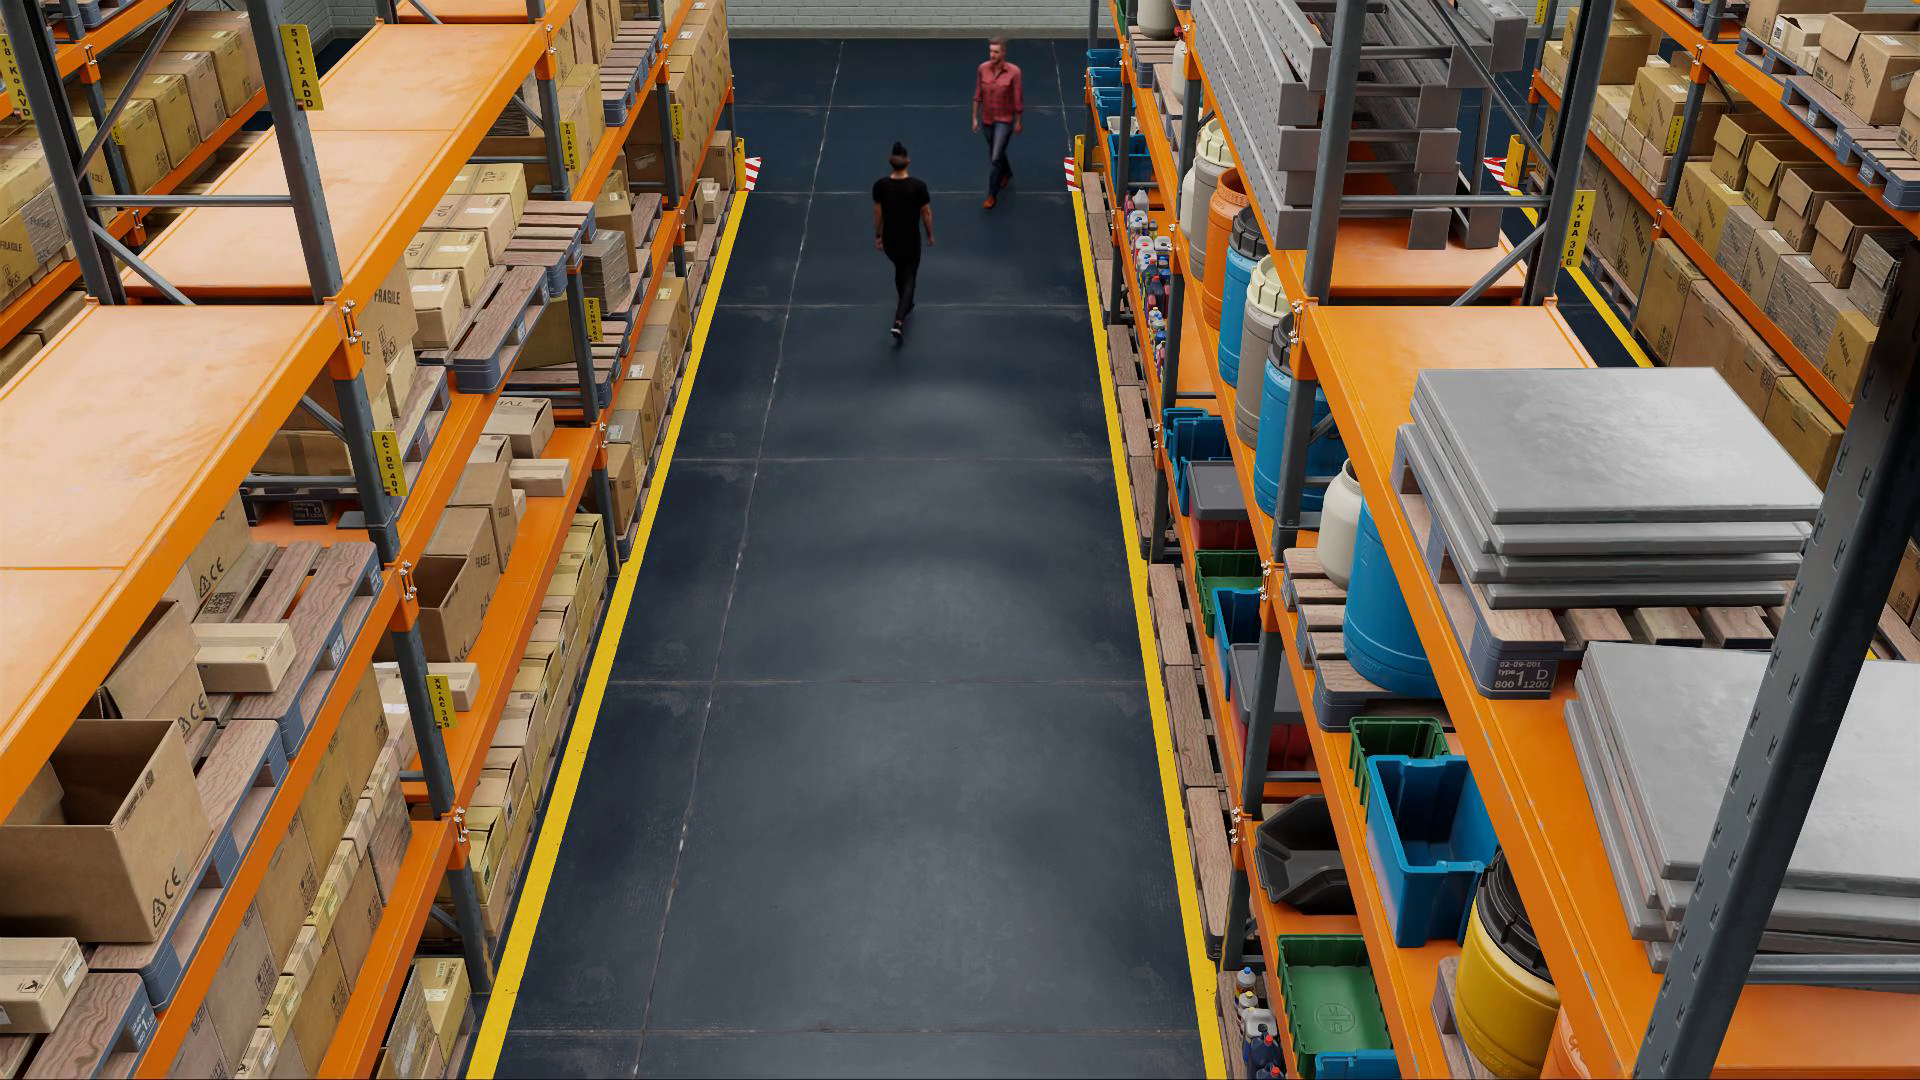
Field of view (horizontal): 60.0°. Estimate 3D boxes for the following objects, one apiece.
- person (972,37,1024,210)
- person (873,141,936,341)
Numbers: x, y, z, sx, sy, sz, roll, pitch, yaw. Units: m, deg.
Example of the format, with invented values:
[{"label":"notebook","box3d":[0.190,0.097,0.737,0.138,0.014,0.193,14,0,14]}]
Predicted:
[{"label":"person","box3d":[0.449,-4.621,18.254,1.070,1.785,1.324,15,36,22]},{"label":"person","box3d":[-0.536,-2.742,15.326,0.893,1.828,1.235,8,34,13]}]
